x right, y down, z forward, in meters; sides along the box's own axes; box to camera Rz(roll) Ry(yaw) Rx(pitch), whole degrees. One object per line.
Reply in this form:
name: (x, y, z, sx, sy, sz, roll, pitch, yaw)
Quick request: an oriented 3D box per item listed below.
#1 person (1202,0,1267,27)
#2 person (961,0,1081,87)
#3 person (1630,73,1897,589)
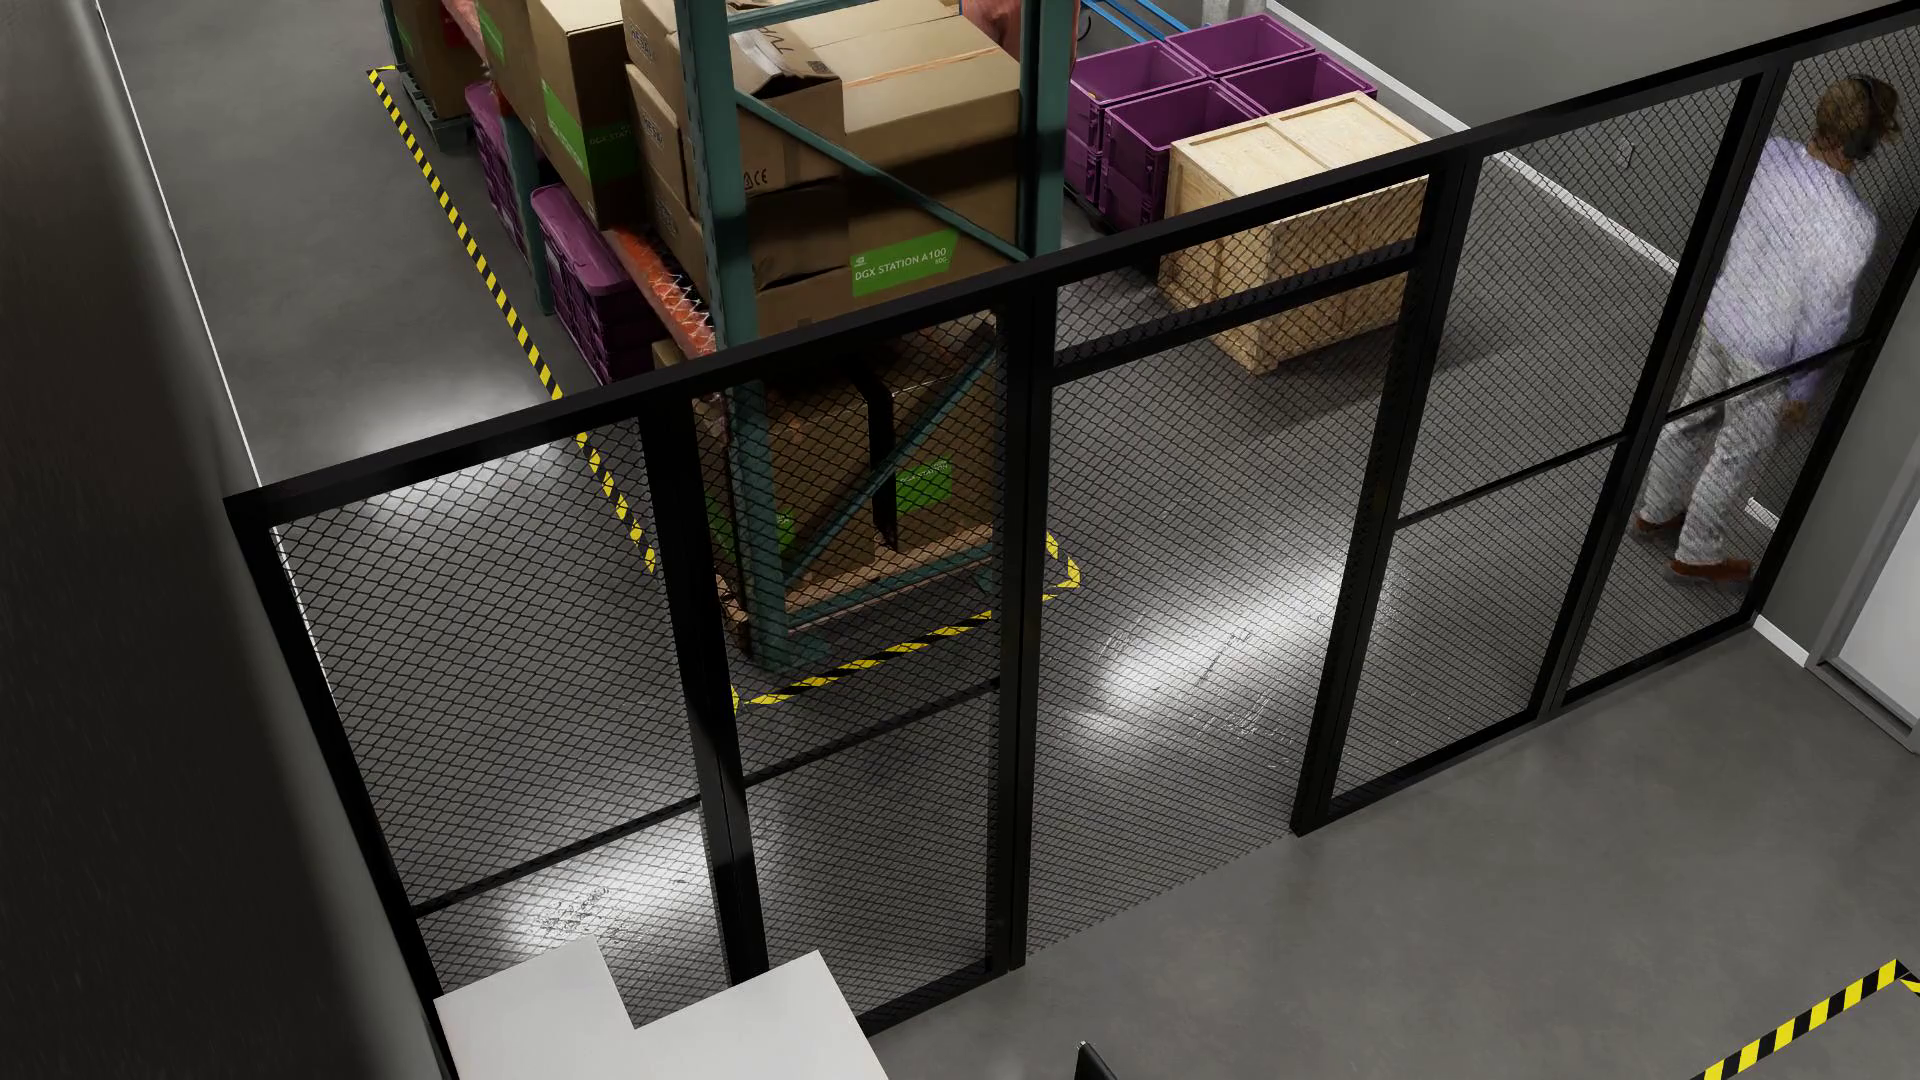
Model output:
person: (1.440, -3.270, 8.608, 0.600, 1.820, 0.404, -18, 45, -19)
person: (0.227, -1.810, 6.885, 0.612, 1.995, 0.382, -32, 51, -30)
person: (2.735, -0.686, 5.705, 0.366, 1.934, 0.668, -9, 43, -10)
